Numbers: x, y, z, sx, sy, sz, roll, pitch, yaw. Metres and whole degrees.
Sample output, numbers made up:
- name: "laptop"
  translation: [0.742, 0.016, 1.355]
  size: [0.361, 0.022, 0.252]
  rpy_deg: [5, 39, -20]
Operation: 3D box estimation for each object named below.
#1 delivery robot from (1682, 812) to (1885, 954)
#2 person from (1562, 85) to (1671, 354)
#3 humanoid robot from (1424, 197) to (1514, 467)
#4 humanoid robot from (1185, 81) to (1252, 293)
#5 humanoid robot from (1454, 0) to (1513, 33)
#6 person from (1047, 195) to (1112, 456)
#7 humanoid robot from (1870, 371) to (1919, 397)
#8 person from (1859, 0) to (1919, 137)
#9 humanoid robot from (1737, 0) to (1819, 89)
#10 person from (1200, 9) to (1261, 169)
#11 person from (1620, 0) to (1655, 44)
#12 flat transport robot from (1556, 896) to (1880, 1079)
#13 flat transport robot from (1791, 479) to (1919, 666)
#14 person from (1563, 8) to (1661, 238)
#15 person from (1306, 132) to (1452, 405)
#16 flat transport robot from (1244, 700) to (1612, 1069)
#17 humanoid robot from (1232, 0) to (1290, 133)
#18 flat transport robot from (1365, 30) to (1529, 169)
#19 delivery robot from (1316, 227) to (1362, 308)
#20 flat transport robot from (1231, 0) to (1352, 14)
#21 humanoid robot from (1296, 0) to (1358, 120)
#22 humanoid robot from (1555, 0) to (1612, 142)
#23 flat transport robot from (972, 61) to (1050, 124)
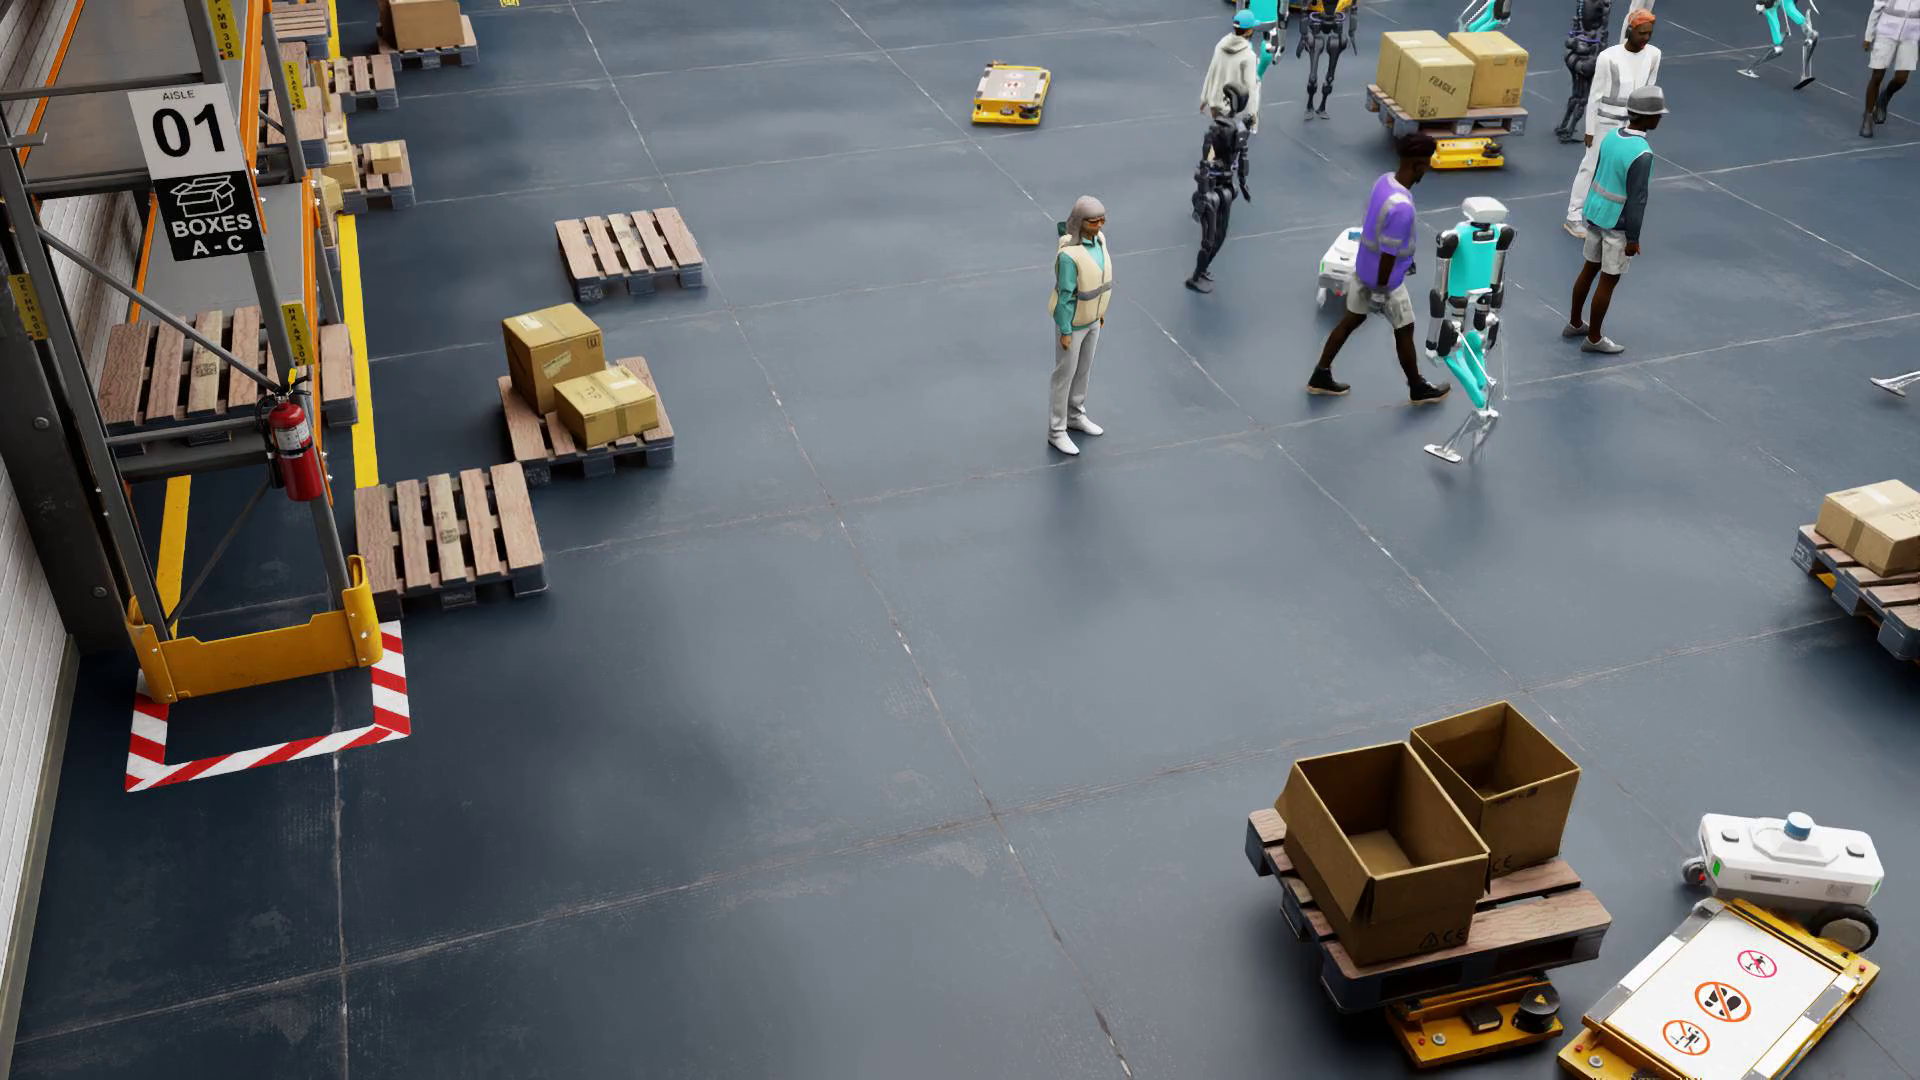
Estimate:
- name: "delivery robot"
  translation: [3.658, 1.469, 7.358]
  size: [0.814, 0.611, 0.499]
  rpy_deg: [6, 34, 9]
- name: "person"
  translation: [4.641, -2.268, 11.808]
  size: [0.419, 1.937, 0.568]
  rpy_deg: [-6, 34, -9]
- name: "humanoid robot"
  translation: [3.235, -1.140, 10.355]
  size: [0.558, 1.886, 0.742]
  rpy_deg: [-13, 35, -20]
- name: "humanoid robot"
  translation: [1.974, -2.713, 12.751]
  size: [0.598, 1.658, 0.382]
  rpy_deg: [-28, 43, -36]
- name: "humanoid robot"
  translation: [5.273, -5.389, 16.725]
  size: [0.661, 1.737, 0.532]
  rpy_deg: [1, 33, 1]
- name: "person"
  translation: [0.754, -1.394, 10.675]
  size: [0.366, 1.709, 0.471]
  rpy_deg: [21, 38, 28]
- name: "humanoid robot"
  translation: [6.807, -1.597, 10.987]
  size: [1.042, 1.742, 0.561]
  rpy_deg: [17, 37, 24]
- name: "person"
  translation: [8.826, -4.771, 15.663]
  size: [0.557, 1.919, 0.485]
  rpy_deg: [12, 35, 17]
- name: "humanoid robot"
  translation: [8.543, -5.456, 16.923]
  size: [0.530, 1.773, 0.999]
  rpy_deg: [-14, 36, -21]
- name: "person"
  translation: [2.325, -3.718, 14.287]
  size: [0.446, 1.653, 0.525]
  rpy_deg: [-27, 42, -35]
- name: "person"
  translation: [7.274, -5.912, 17.468]
  size: [0.459, 1.866, 0.357]
  rpy_deg: [-24, 40, -32]
- name: "flat transport robot"
  translation: [3.164, 1.939, 6.885]
  size: [1.431, 0.231, 0.659]
  rpy_deg: [-25, 41, -33]
- name: "flat transport robot"
  translation: [5.410, 0.417, 9.219]
  size: [0.659, 0.231, 1.431]
  rpy_deg: [-5, 33, -8]
- name: "person"
  translation: [5.358, -3.398, 13.604]
  size: [0.572, 1.876, 0.352]
  rpy_deg: [-9, 34, -13]
- name: "person"
  translation: [2.878, -1.803, 11.127]
  size: [0.969, 1.903, 0.601]
  rpy_deg: [-3, 33, -4]
- name: "flat transport robot"
  translation: [1.974, 1.657, 7.316]
  size: [0.659, 0.231, 1.431]
  rpy_deg: [-8, 34, -13]
- name: "humanoid robot"
  translation: [2.769, -4.687, 15.708]
  size: [0.532, 1.798, 0.643]
  rpy_deg: [-3, 33, -5]
- name: "flat transport robot"
  translation: [4.570, -3.864, 15.784]
  size: [0.659, 0.231, 1.431]
  rpy_deg: [-4, 33, -6]
- name: "delivery robot"
  translation: [3.030, -2.124, 12.871]
  size: [0.499, 0.612, 0.805]
  rpy_deg: [15, 36, 21]
- name: "flat transport robot"
  translation: [3.905, -6.528, 19.871]
  size: [1.431, 0.231, 0.659]
  rpy_deg: [17, 37, 24]
- name: "humanoid robot"
  translation: [3.556, -4.885, 16.066]
  size: [0.584, 1.647, 0.364]
  rpy_deg: [0, 33, 0]
- name: "humanoid robot"
  translation: [5.892, -4.560, 15.555]
  size: [0.399, 1.649, 0.597]
  rpy_deg: [-7, 34, -10]
- name: "flat transport robot"
  translation: [0.528, -4.511, 16.777]
  size: [0.659, 0.231, 1.431]
  rpy_deg: [4, 33, 6]
